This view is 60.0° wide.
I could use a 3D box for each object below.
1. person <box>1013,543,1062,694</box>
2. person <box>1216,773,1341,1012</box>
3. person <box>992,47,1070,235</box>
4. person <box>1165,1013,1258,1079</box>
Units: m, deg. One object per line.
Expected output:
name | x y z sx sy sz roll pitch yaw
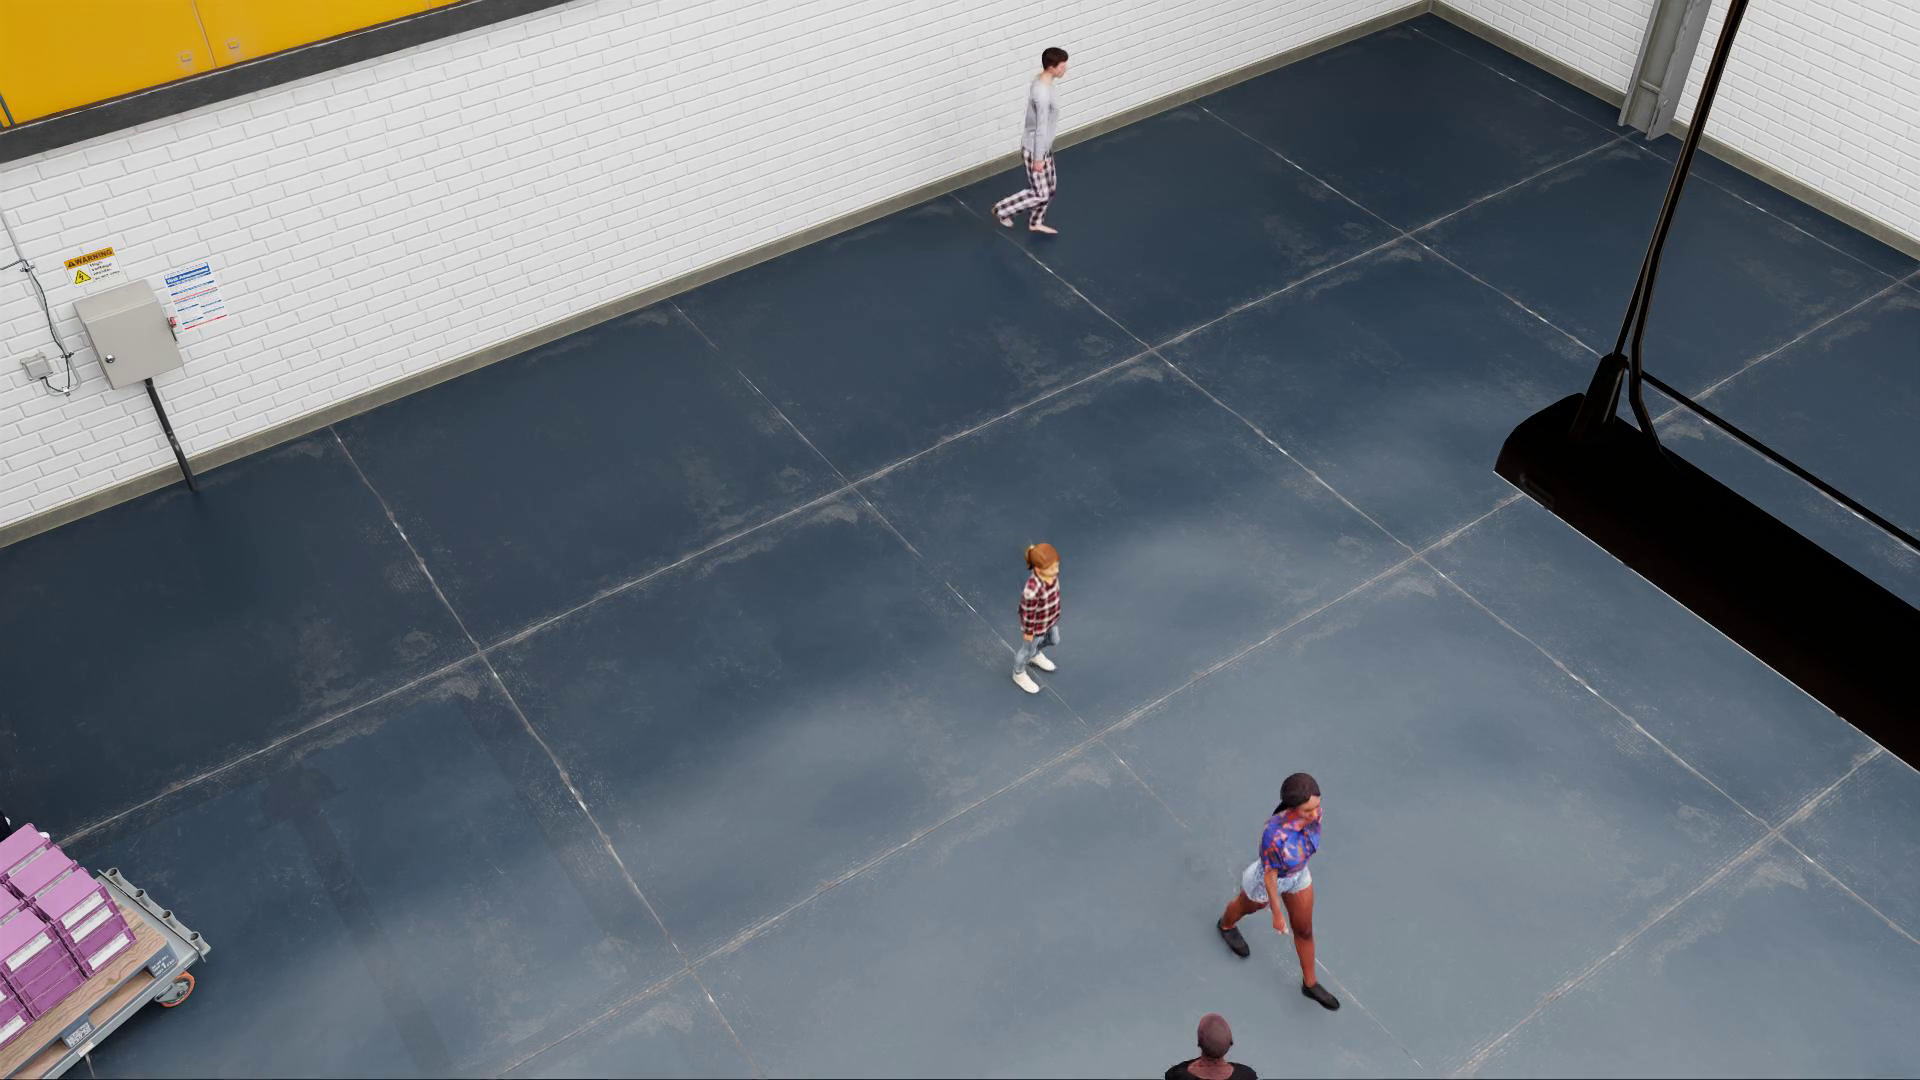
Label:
person | 0.485 0.474 10.744 0.633 1.292 0.615 24 49 23
person | 1.661 1.794 9.060 0.609 1.702 1.066 -23 48 -23
person | 0.600 -3.424 14.453 0.983 1.820 0.922 4 44 4
person | 1.152 2.894 7.908 1.056 1.699 1.235 0 44 0
